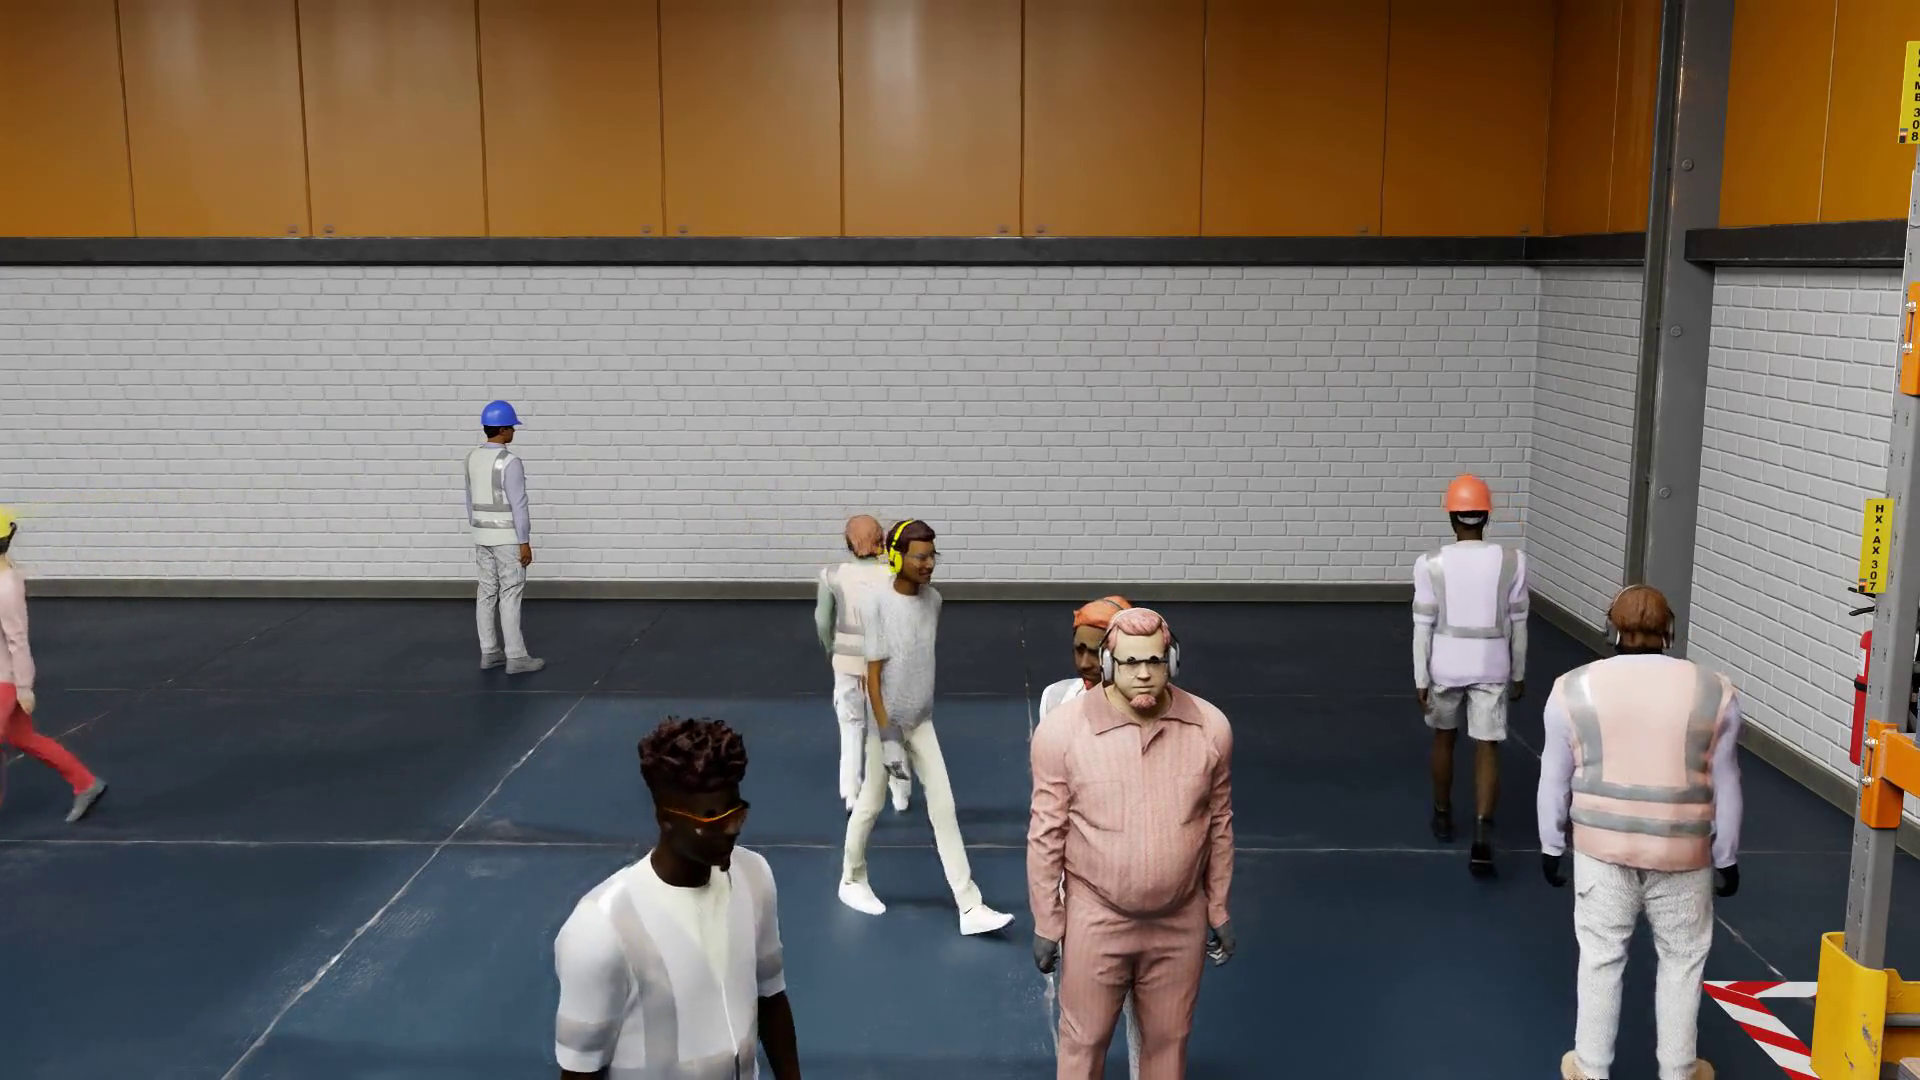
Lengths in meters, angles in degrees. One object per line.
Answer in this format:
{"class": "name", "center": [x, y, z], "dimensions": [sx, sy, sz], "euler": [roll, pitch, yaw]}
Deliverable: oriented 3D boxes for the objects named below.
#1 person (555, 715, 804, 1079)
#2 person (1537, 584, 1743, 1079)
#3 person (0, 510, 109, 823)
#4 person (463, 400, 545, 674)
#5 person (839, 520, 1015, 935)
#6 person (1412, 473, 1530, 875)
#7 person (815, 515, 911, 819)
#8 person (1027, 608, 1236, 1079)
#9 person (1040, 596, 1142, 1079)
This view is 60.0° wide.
{"class": "person", "center": [-0.534, 1.344, 3.692], "dimensions": [0.688, 1.942, 0.643], "euler": [6, 11, 31]}
{"class": "person", "center": [2.336, 1.069, 5.744], "dimensions": [0.662, 1.827, 0.440], "euler": [4, 10, 23]}
{"class": "person", "center": [-4.765, 0.671, 8.352], "dimensions": [0.808, 1.737, 0.531], "euler": [-7, 12, -37]}
{"class": "person", "center": [-3.272, -0.020, 11.872], "dimensions": [0.605, 1.948, 0.391], "euler": [7, 12, 36]}
{"class": "person", "center": [-0.213, 0.819, 7.243], "dimensions": [0.518, 1.818, 0.986], "euler": [-9, 13, -43]}
{"class": "person", "center": [2.472, 0.637, 8.087], "dimensions": [0.553, 1.908, 0.893], "euler": [3, 10, 15]}
{"class": "person", "center": [-0.495, 0.670, 8.727], "dimensions": [0.531, 1.618, 0.551], "euler": [0, 9, -1]}
{"class": "person", "center": [0.531, 1.140, 5.044], "dimensions": [0.653, 1.906, 0.405], "euler": [-2, 10, -10]}
{"class": "person", "center": [0.479, 1.102, 5.368], "dimensions": [0.576, 1.877, 0.345], "euler": [8, 13, 41]}
